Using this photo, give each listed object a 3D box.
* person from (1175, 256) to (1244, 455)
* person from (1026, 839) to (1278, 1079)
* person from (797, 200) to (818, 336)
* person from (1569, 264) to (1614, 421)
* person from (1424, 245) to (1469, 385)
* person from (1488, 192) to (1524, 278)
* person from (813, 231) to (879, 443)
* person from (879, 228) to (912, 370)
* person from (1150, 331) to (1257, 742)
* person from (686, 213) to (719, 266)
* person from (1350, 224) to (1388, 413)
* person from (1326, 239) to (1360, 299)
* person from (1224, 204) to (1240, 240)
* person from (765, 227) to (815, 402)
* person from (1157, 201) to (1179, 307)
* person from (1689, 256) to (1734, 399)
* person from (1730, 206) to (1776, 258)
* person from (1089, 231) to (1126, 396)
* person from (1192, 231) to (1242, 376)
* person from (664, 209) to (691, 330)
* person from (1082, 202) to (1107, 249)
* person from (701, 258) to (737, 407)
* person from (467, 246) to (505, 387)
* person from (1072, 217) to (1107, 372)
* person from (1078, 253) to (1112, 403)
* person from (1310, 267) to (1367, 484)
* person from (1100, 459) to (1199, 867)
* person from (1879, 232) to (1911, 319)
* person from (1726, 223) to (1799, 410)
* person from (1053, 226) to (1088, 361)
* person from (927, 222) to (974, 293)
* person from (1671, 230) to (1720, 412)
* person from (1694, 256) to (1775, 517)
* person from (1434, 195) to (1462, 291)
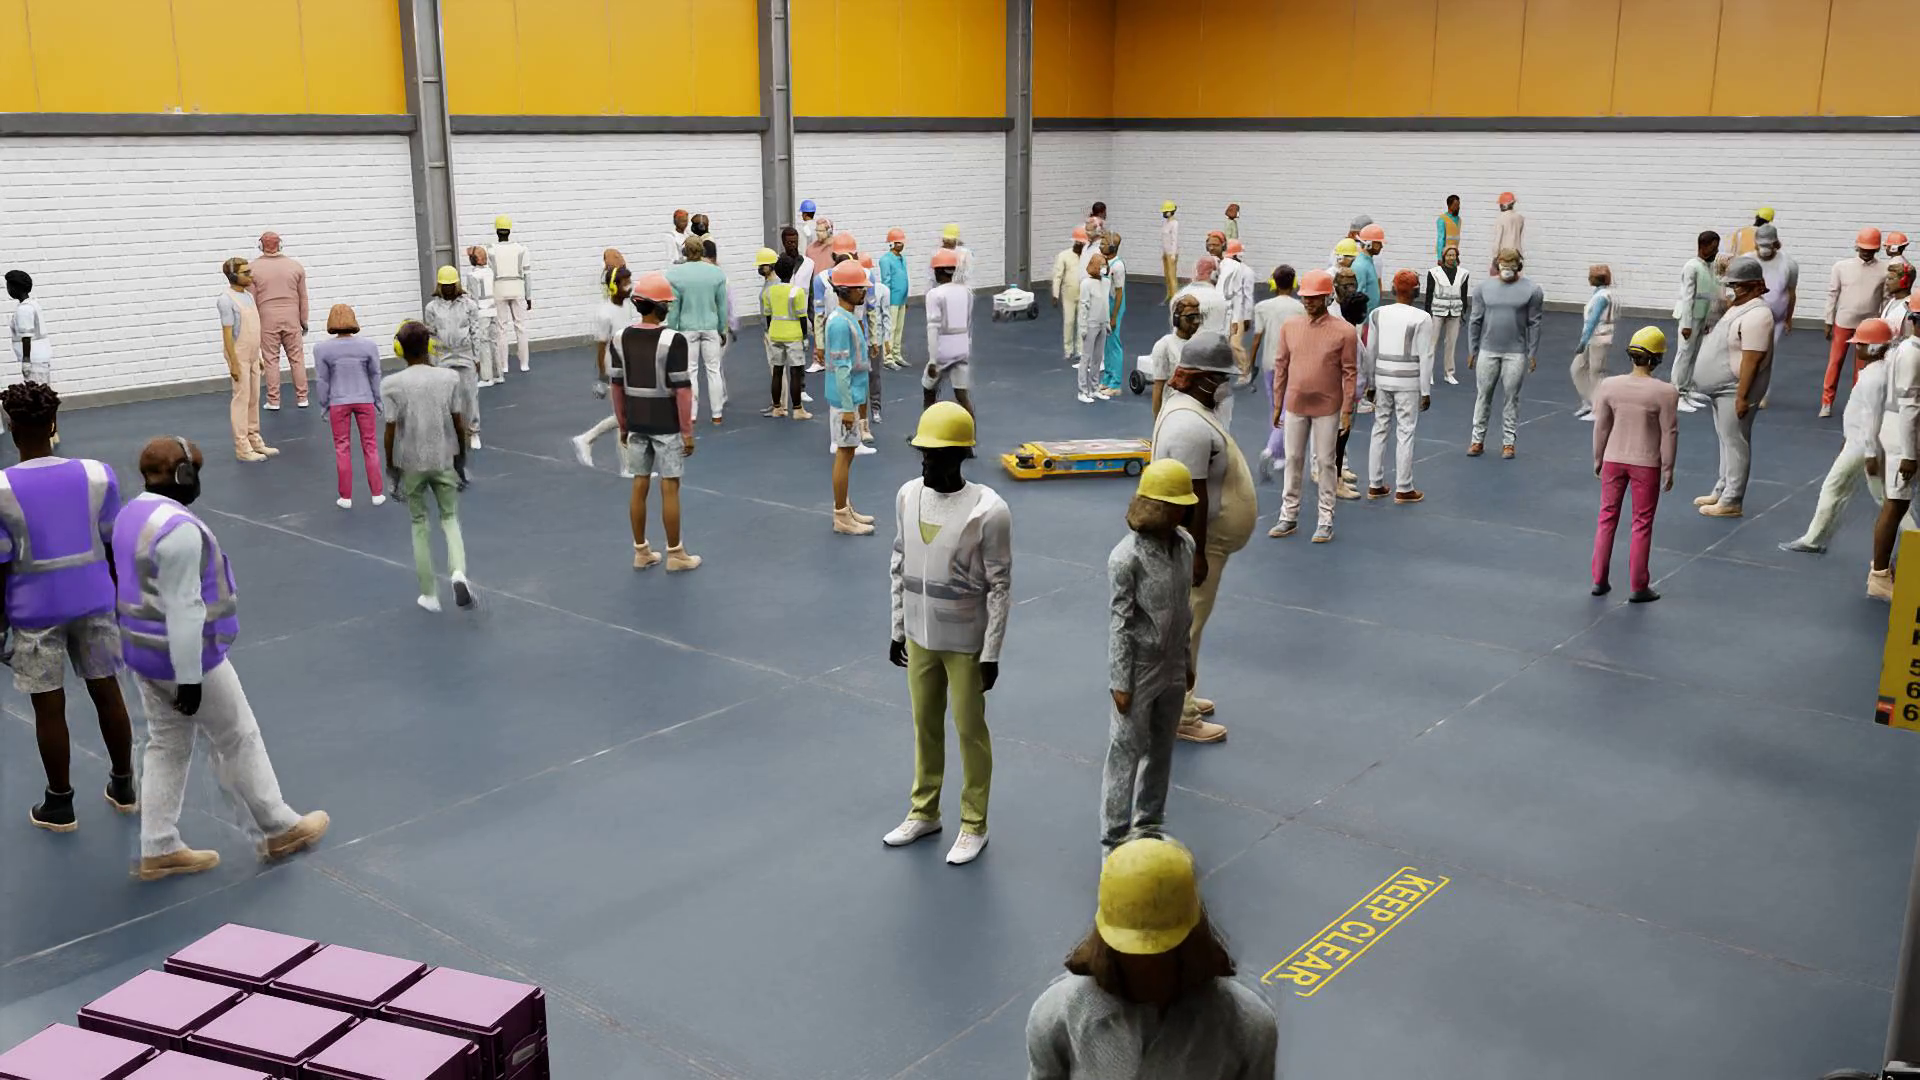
[{"bbox_3d":[2.246,-1.595,14.868,0.825,1.871,0.662,-9,17,-32],"label":"person"},{"bbox_3d":[0.375,1.374,3.314,0.499,1.723,0.437,2,14,8],"label":"person"},{"bbox_3d":[-2.158,-3.947,24.130,0.394,1.949,0.602,10,17,34],"label":"person"},{"bbox_3d":[6.501,-2.026,17.105,0.419,1.619,0.510,3,14,14],"label":"person"},{"bbox_3d":[5.704,-2.642,19.545,0.521,1.640,0.307,-1,14,-6],"label":"person"},{"bbox_3d":[8.660,-4.537,26.447,0.666,1.958,0.671,-6,15,-23],"label":"person"},{"bbox_3d":[-1.079,-1.918,15.876,0.611,2.029,0.409,-5,15,-19],"label":"person"},{"bbox_3d":[-0.794,-3.015,20.802,0.330,1.750,0.572,6,15,23],"label":"person"},{"bbox_3d":[1.207,-0.032,8.303,0.535,2.000,0.684,1,14,2],"label":"person"},{"bbox_3d":[-3.466,-3.463,22.414,0.430,1.845,0.619,-5,15,-18],"label":"person"},{"bbox_3d":[4.293,-2.348,17.669,0.407,1.987,0.615,5,15,19],"label":"person"},{"bbox_3d":[4.101,-2.328,17.929,0.404,1.823,0.590,13,19,41],"label":"person"},{"bbox_3d":[4.840,-5.184,29.734,0.279,1.624,0.494,6,15,22],"label":"person"},{"bbox_3d":[-1.859,-2.463,18.261,0.587,1.920,0.391,-7,16,-27],"label":"person"},{"bbox_3d":[3.502,-4.796,27.918,0.339,1.761,0.524,-3,14,-13],"label":"person"},{"bbox_3d":[8.351,-2.318,18.318,0.511,1.590,0.777,-9,17,-32],"label":"person"},{"bbox_3d":[11.282,-3.834,23.814,0.527,1.877,0.652,-13,19,-41],"label":"person"},{"bbox_3d":[1.682,-2.541,18.723,0.346,1.846,0.507,-3,14,-10],"label":"person"},{"bbox_3d":[2.789,-2.433,18.218,0.574,1.881,0.357,6,15,24],"label":"person"},{"bbox_3d":[-3.823,-3.578,22.791,0.346,1.881,0.578,6,15,21],"label":"person"},{"bbox_3d":[2.057,-4.070,24.758,0.748,1.888,0.588,-9,17,-33],"label":"person"},{"bbox_3d":[-2.689,-2.230,17.932,0.529,1.609,0.583,6,15,23],"label":"person"},{"bbox_3d":[-5.548,-2.592,19.372,0.329,1.641,0.533,4,15,14],"label":"person"},{"bbox_3d":[1.648,-3.033,20.581,0.406,1.903,0.639,-6,15,-22],"label":"person"},{"bbox_3d":[1.498,-2.342,18.356,0.268,1.632,0.507,12,19,41],"label":"person"},{"bbox_3d":[3.216,-1.393,14.136,0.514,1.843,0.328,-6,15,-23],"label":"person"},{"bbox_3d":[0.791,0.525,6.682,0.325,1.740,0.492,13,19,43],"label":"person"},{"bbox_3d":[11.205,-2.831,20.067,0.343,1.749,0.573,12,19,41],"label":"person"},{"bbox_3d":[8.717,-2.494,18.142,0.690,2.000,0.952,7,16,25],"label":"person"},{"bbox_3d":[1.492,-3.157,21.413,0.608,1.737,0.464,-4,15,-15],"label":"person"},{"bbox_3d":[-0.128,-3.044,20.764,0.604,1.829,0.404,4,15,15],"label":"person"},{"bbox_3d":[7.857,-2.348,17.809,0.397,1.917,0.590,12,19,41],"label":"person"},{"bbox_3d":[6.027,-1.209,13.006,0.535,2.000,0.679,4,15,14],"label":"person"},{"bbox_3d":[7.806,-4.554,26.618,0.377,1.917,0.599,14,19,43],"label":"person"}]
